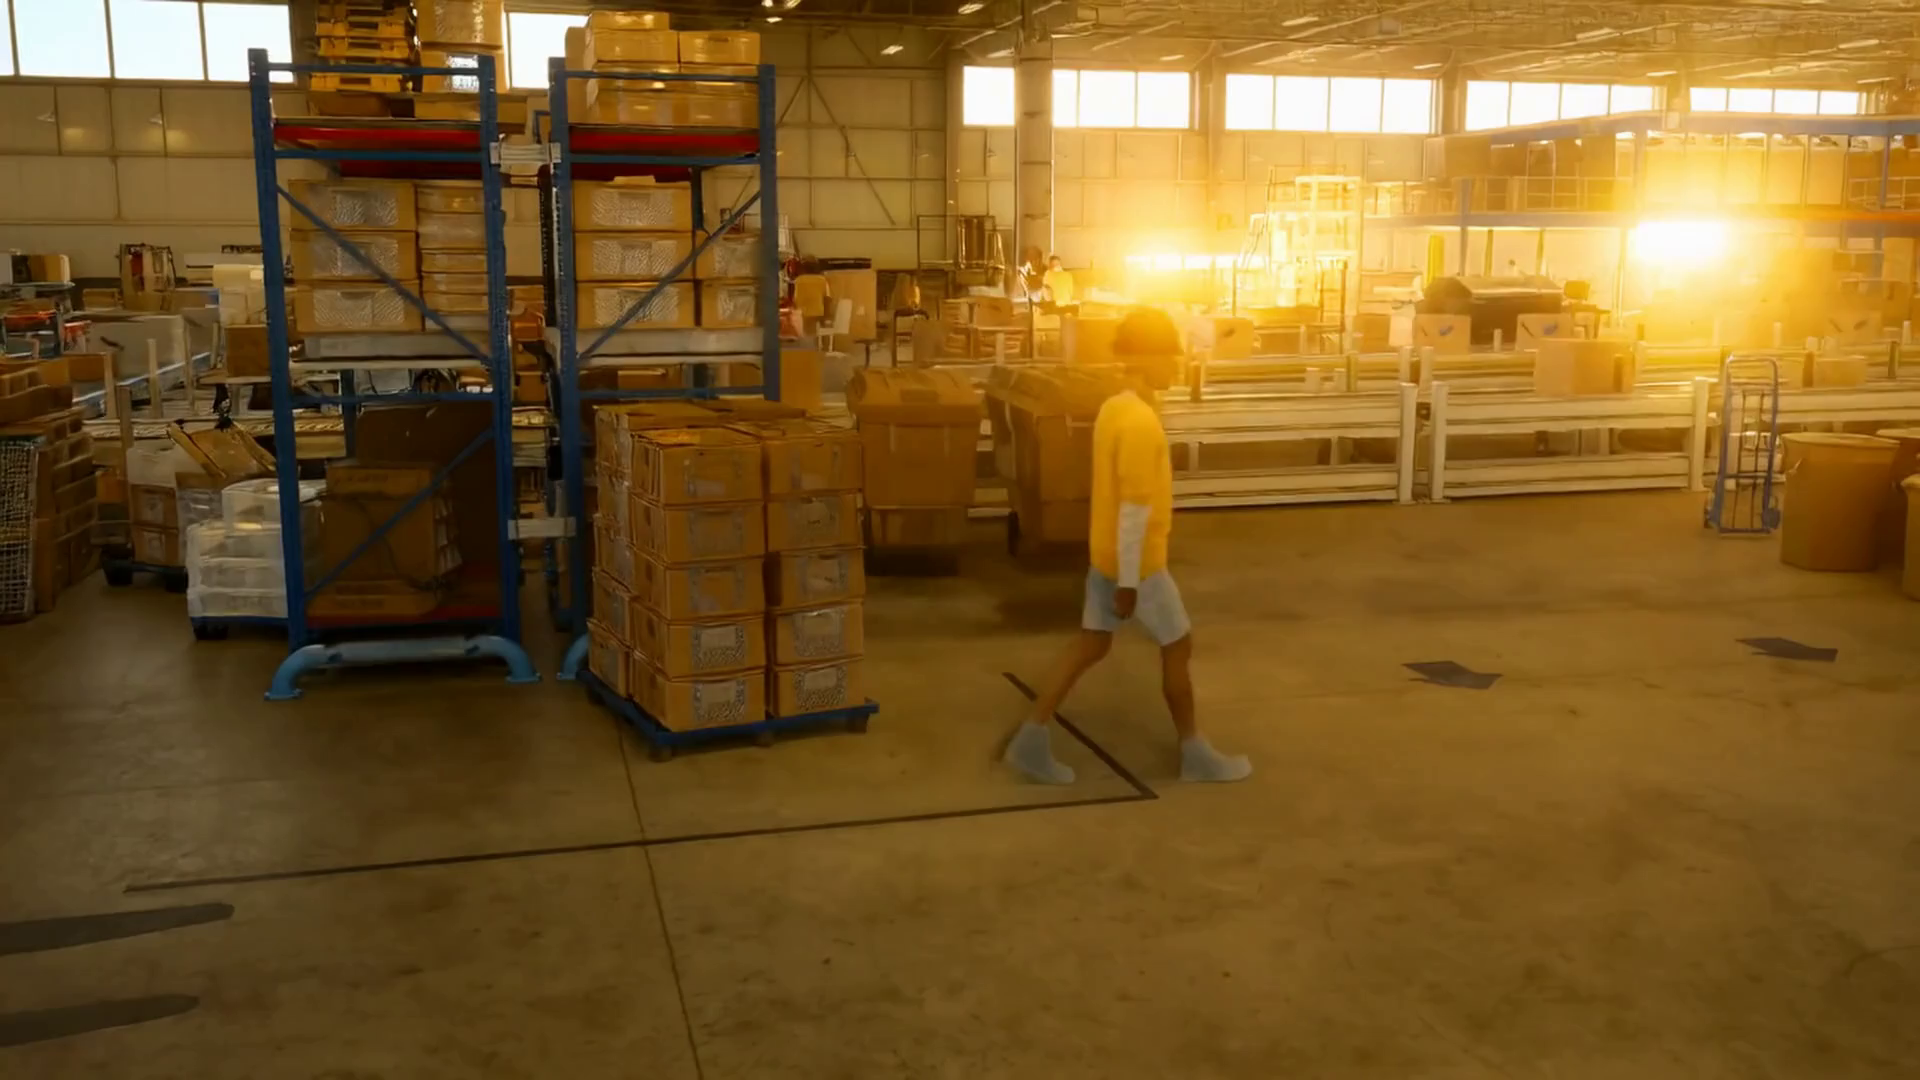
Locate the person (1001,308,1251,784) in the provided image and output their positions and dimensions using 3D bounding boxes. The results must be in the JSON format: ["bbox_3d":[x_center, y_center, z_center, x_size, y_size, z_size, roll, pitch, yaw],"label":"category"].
[{"bbox_3d":[0.637,0.045,6.501,1.006,1.894,0.554,-2,10,-11],"label":"person"}]

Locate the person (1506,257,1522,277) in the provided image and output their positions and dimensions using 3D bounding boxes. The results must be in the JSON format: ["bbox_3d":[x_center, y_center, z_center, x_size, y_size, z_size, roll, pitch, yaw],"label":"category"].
[{"bbox_3d":[16.664,-7.571,49.876,0.524,1.817,0.729,-1,10,-7],"label":"person"}]

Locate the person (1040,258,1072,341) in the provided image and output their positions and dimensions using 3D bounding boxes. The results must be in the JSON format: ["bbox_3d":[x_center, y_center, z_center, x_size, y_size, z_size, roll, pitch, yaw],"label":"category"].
[{"bbox_3d":[2.045,-5.110,35.711,0.661,1.883,0.475,5,11,26],"label":"person"}]

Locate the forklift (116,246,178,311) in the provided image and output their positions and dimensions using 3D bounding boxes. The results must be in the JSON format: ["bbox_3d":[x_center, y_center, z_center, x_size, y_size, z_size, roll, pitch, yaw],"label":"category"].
[{"bbox_3d":[-19.966,-6.232,40.894,1.157,1.987,2.680,-3,10,-15],"label":"forklift"}]

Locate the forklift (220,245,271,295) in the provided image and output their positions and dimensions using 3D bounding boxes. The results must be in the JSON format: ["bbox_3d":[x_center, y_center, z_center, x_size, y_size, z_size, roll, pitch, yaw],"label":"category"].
[{"bbox_3d":[-17.749,-6.334,41.440,1.157,1.987,2.680,-3,10,-17],"label":"forklift"}]

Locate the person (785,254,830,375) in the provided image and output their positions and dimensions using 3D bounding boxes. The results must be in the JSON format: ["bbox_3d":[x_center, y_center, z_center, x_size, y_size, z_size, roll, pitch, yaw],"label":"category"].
[{"bbox_3d":[-2.536,-3.760,27.779,0.631,1.982,1.053,-8,13,-37],"label":"person"}]

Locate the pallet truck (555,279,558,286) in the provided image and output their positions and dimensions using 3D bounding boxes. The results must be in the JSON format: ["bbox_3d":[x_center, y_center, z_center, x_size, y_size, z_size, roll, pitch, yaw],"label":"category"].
[{"bbox_3d":[-10.604,-6.375,44.520,0.653,1.274,1.630,-3,10,-15],"label":"pallet truck"}]

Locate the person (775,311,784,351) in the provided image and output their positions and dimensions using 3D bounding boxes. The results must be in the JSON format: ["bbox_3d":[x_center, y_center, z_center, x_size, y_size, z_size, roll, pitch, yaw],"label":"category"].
[{"bbox_3d":[-2.151,-1.954,18.096,0.605,1.783,0.903,3,10,15],"label":"person"}]
